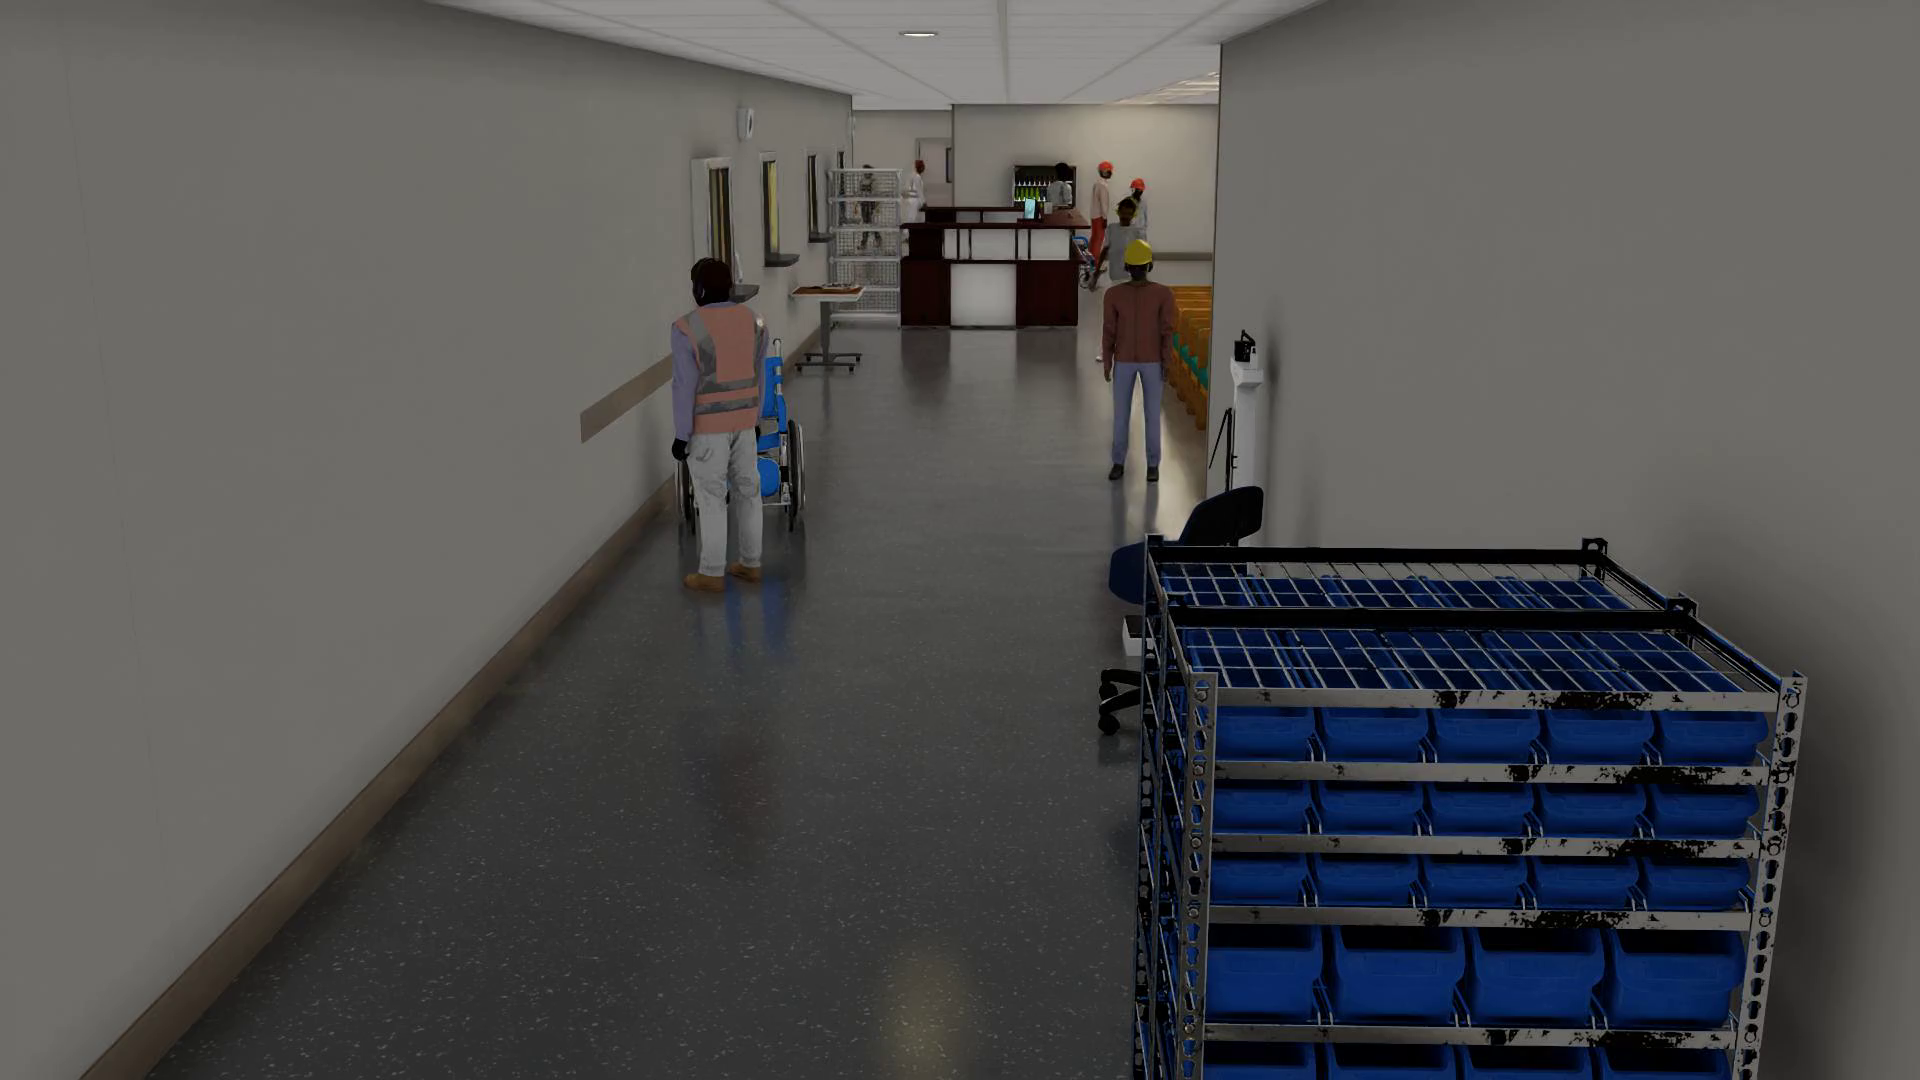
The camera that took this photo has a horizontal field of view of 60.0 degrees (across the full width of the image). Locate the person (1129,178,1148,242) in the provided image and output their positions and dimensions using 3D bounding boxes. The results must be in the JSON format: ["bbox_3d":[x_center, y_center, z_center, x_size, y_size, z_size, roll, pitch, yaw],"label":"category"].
[{"bbox_3d":[2.913,-5.121,27.620,0.564,1.743,0.352,-10,17,-35],"label":"person"}]

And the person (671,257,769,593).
[{"bbox_3d":[-1.342,-0.630,9.196,0.623,1.845,0.430,-13,19,-43],"label":"person"}]

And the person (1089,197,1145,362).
[{"bbox_3d":[1.834,-2.917,18.544,0.588,1.813,0.947,13,19,43],"label":"person"}]

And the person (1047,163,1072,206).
[{"bbox_3d":[1.794,-5.686,29.457,0.367,1.966,0.606,-10,17,-36],"label":"person"}]

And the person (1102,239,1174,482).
[{"bbox_3d":[1.286,-1.294,12.066,0.518,1.756,0.344,2,14,9],"label":"person"}]

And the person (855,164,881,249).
[{"bbox_3d":[-1.967,-7.226,36.039,0.511,1.815,0.896,11,18,38],"label":"person"}]

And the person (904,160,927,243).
[{"bbox_3d":[-0.857,-7.672,37.750,0.906,1.843,0.592,1,14,5],"label":"person"}]

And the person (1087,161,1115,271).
[{"bbox_3d":[2.573,-5.872,30.208,0.457,1.976,0.616,-3,14,-11],"label":"person"}]
